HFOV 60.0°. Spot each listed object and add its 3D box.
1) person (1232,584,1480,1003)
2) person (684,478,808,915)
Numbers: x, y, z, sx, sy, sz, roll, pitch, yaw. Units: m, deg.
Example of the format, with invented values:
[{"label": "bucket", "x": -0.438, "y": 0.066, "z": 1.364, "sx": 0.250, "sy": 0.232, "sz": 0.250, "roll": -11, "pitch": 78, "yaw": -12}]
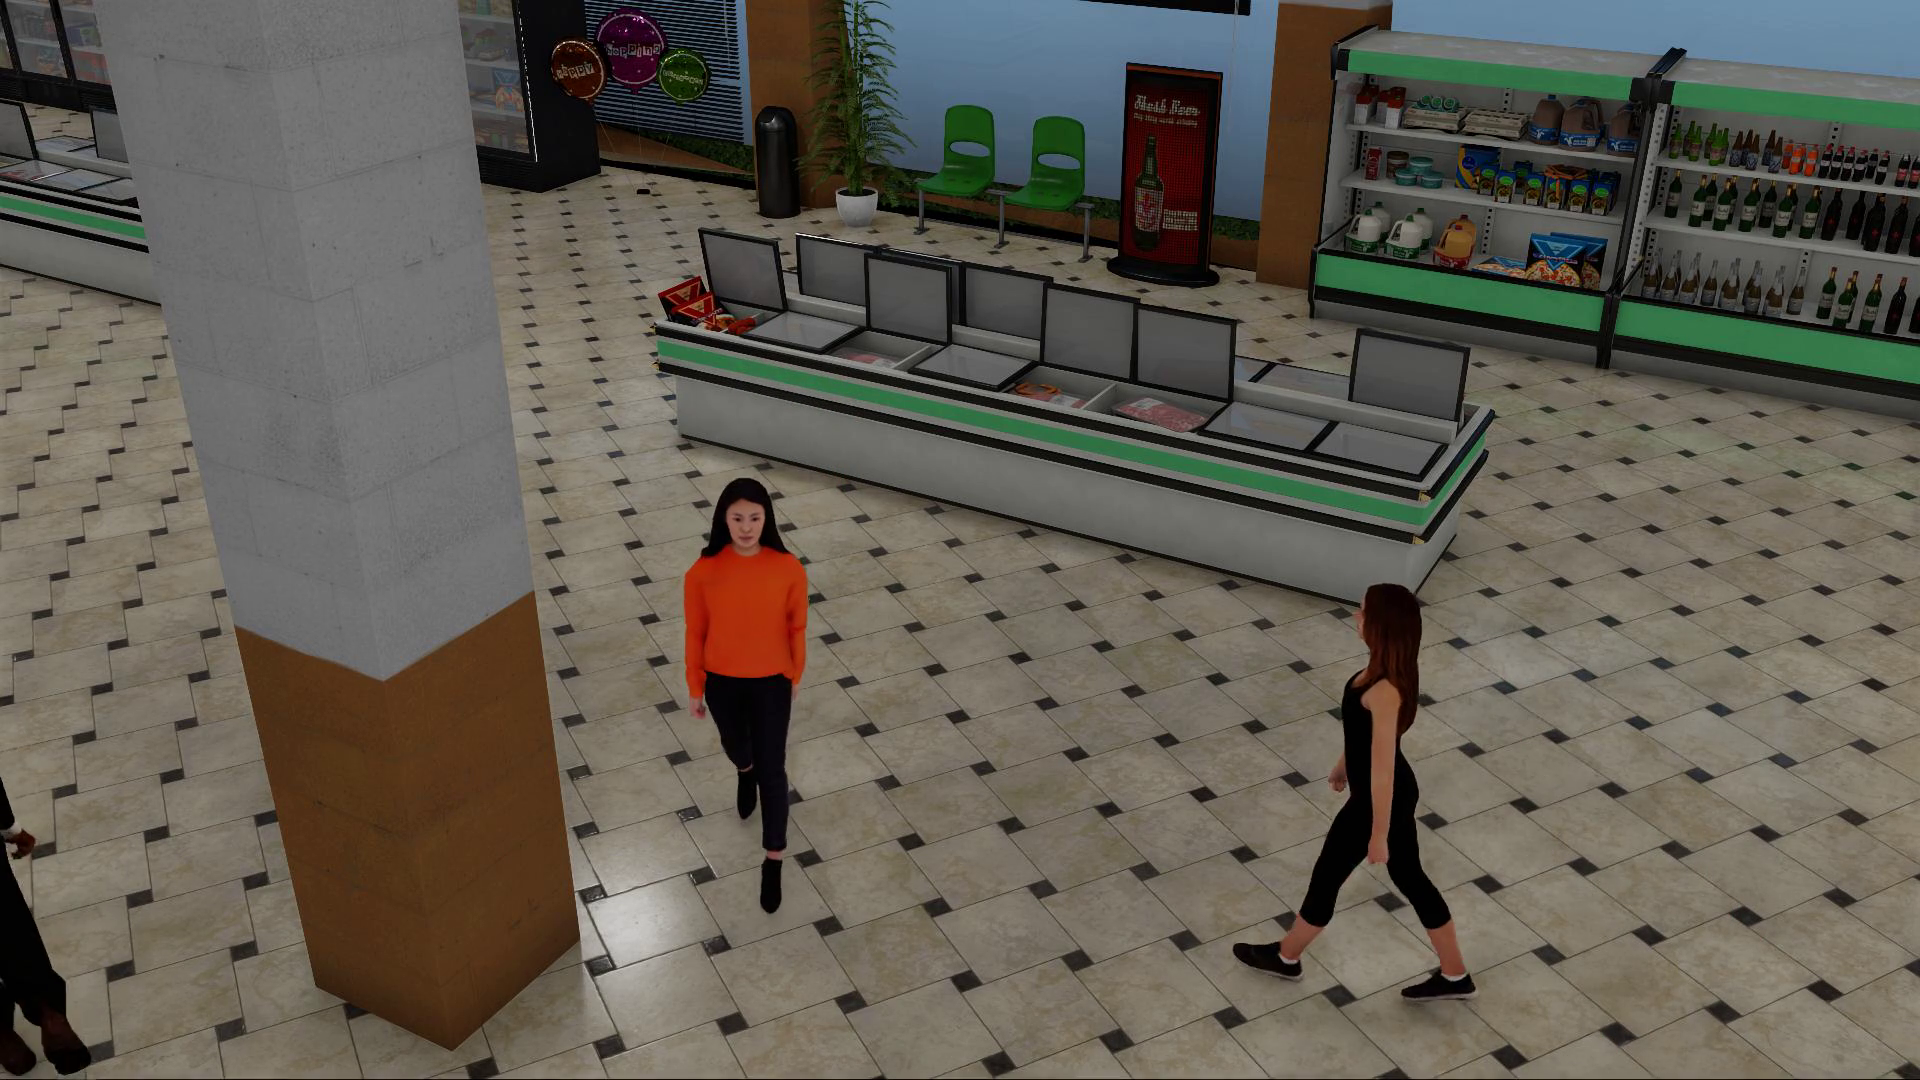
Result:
[{"label": "person", "x": 1.549, "y": 0.953, "z": 5.814, "sx": 1.144, "sy": 1.689, "sz": 0.672, "roll": 11, "pitch": 29, "yaw": 21}, {"label": "person", "x": -0.854, "y": 0.529, "z": 6.633, "sx": 1.144, "sy": 1.705, "sz": 1.061, "roll": 0, "pitch": 27, "yaw": -1}]
